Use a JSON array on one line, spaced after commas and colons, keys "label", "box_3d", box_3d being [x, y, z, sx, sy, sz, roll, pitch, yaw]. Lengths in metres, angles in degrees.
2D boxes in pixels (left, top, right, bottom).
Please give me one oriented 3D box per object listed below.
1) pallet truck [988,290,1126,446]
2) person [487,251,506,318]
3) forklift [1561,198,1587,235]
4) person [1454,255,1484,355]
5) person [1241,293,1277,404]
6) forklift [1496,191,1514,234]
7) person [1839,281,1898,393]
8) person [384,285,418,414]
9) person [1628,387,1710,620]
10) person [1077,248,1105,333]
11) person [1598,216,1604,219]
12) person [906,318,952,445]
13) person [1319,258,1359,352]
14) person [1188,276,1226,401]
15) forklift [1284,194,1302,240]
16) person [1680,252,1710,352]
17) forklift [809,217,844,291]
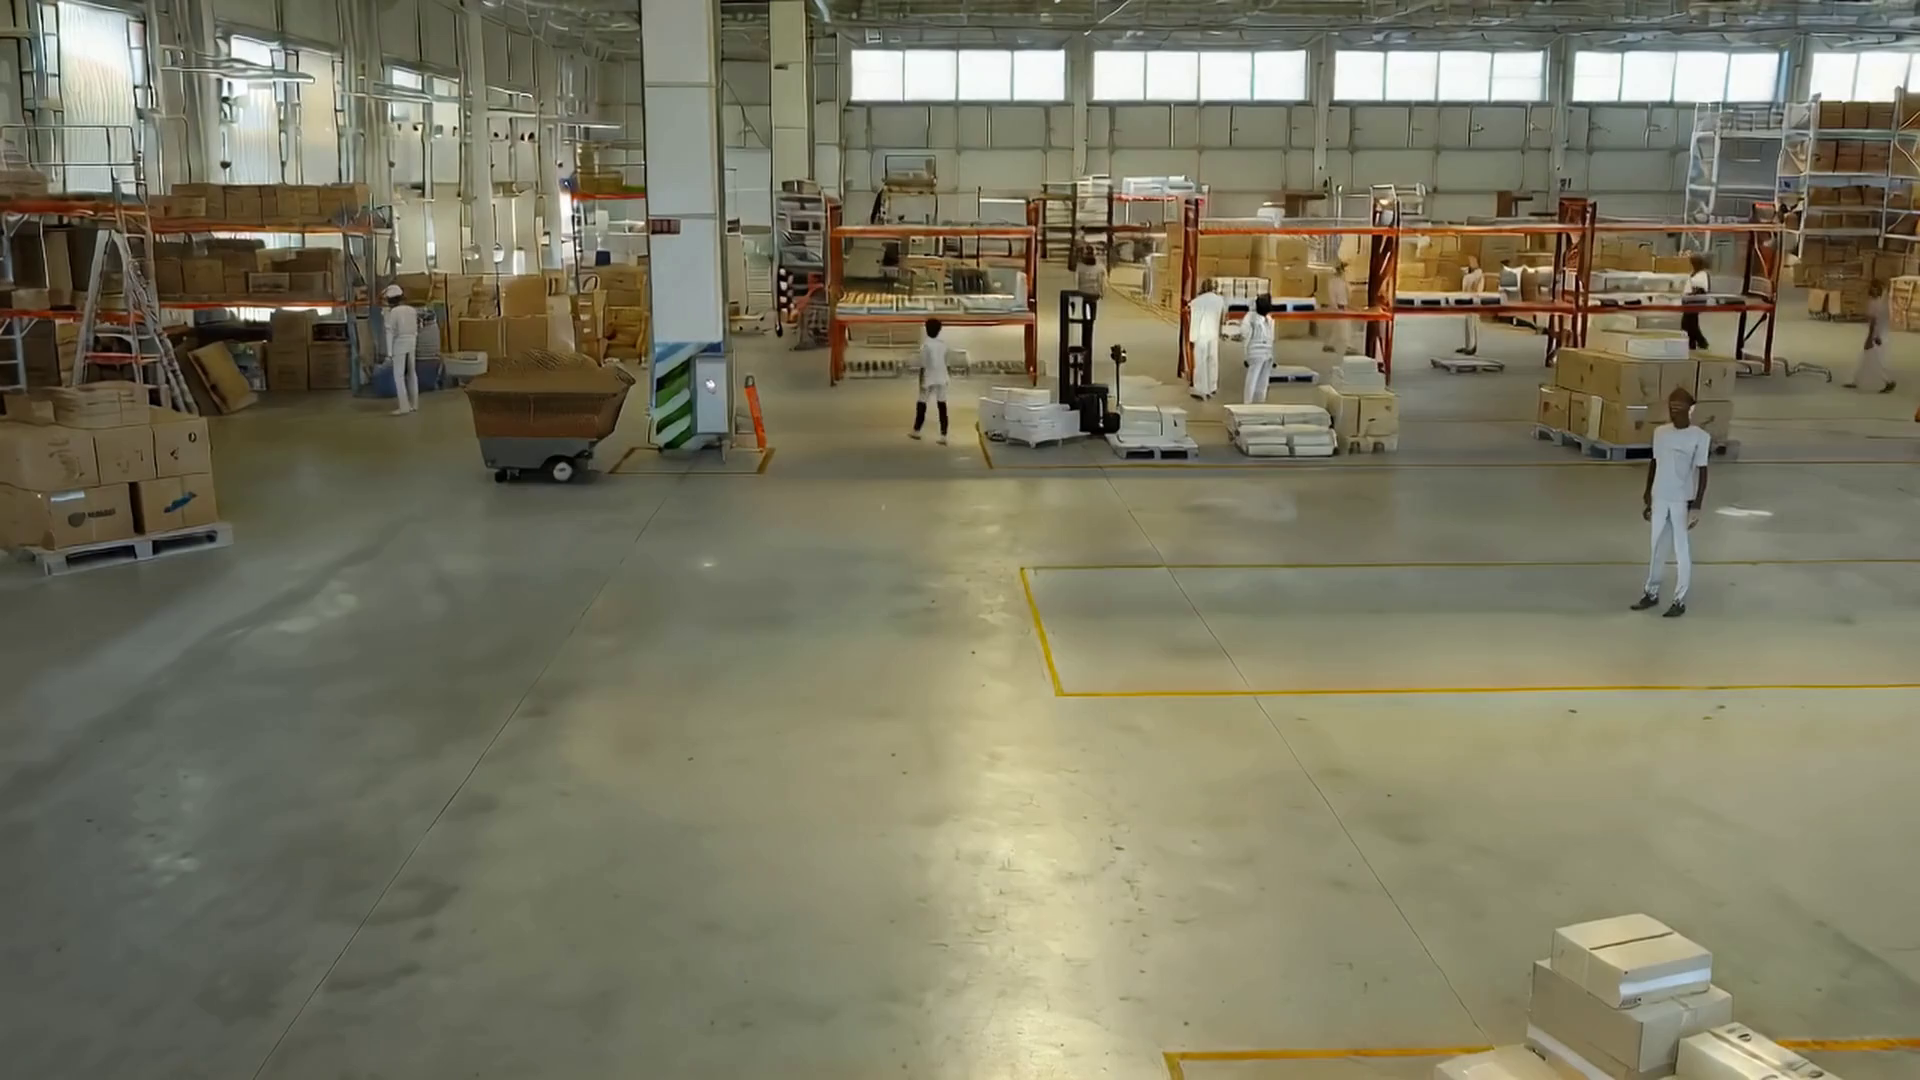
[{"label": "pallet truck", "box_3d": [1.257, -2.299, 22.111, 1.885, 1.965, 0.823, -9, 15, -35]}, {"label": "person", "box_3d": [-11.426, -6.267, 40.865, 0.524, 1.632, 0.321, 12, 17, 42]}, {"label": "forklift", "box_3d": [17.204, -8.212, 46.797, 1.873, 2.768, 1.129, 0, 12, -2]}, {"label": "person", "box_3d": [10.028, -4.608, 32.669, 0.373, 1.940, 0.630, -2, 13, -10]}, {"label": "person", "box_3d": [4.323, -2.621, 23.916, 0.625, 1.846, 0.429, -8, 15, -32]}, {"label": "forklift", "box_3d": [20.544, -11.778, 62.898, 1.873, 2.768, 1.129, 0, 12, -2]}, {"label": "person", "box_3d": [14.946, -3.316, 27.134, 0.900, 1.820, 0.554, 11, 16, 40]}, {"label": "person", "box_3d": [-8.307, -2.826, 24.687, 0.385, 1.915, 0.586, 6, 14, 27]}, {"label": "person", "box_3d": [5.723, -0.301, 13.373, 0.328, 1.876, 0.514, -9, 15, -34]}, {"label": "person", "box_3d": [2.894, -5.463, 36.645, 0.617, 1.880, 0.945, 0, 12, 1]}, {"label": "person", "box_3d": [24.229, -11.318, 63.027, 0.549, 1.918, 0.757, 4, 13, 19]}, {"label": "person", "box_3d": [-0.383, -2.106, 21.997, 0.550, 1.651, 0.847, -7, 14, -30]}, {"label": "person", "box_3d": [7.580, -4.674, 33.124, 0.657, 1.885, 0.624, -12, 17, -42]}, {"label": "person", "box_3d": [3.867, -3.161, 26.136, 0.627, 1.941, 0.371, -6, 14, -24]}, {"label": "forklift", "box_3d": [10.940, -9.999, 54.865, 1.873, 2.768, 1.129, 0, 12, -2]}, {"label": "person", "box_3d": [14.421, -4.657, 32.657, 0.577, 2.000, 0.720, 7, 14, 30]}, {"label": "forklift", "box_3d": [-4.375, -8.619, 48.637, 1.873, 2.768, 1.129, 0, 12, -2]}]
